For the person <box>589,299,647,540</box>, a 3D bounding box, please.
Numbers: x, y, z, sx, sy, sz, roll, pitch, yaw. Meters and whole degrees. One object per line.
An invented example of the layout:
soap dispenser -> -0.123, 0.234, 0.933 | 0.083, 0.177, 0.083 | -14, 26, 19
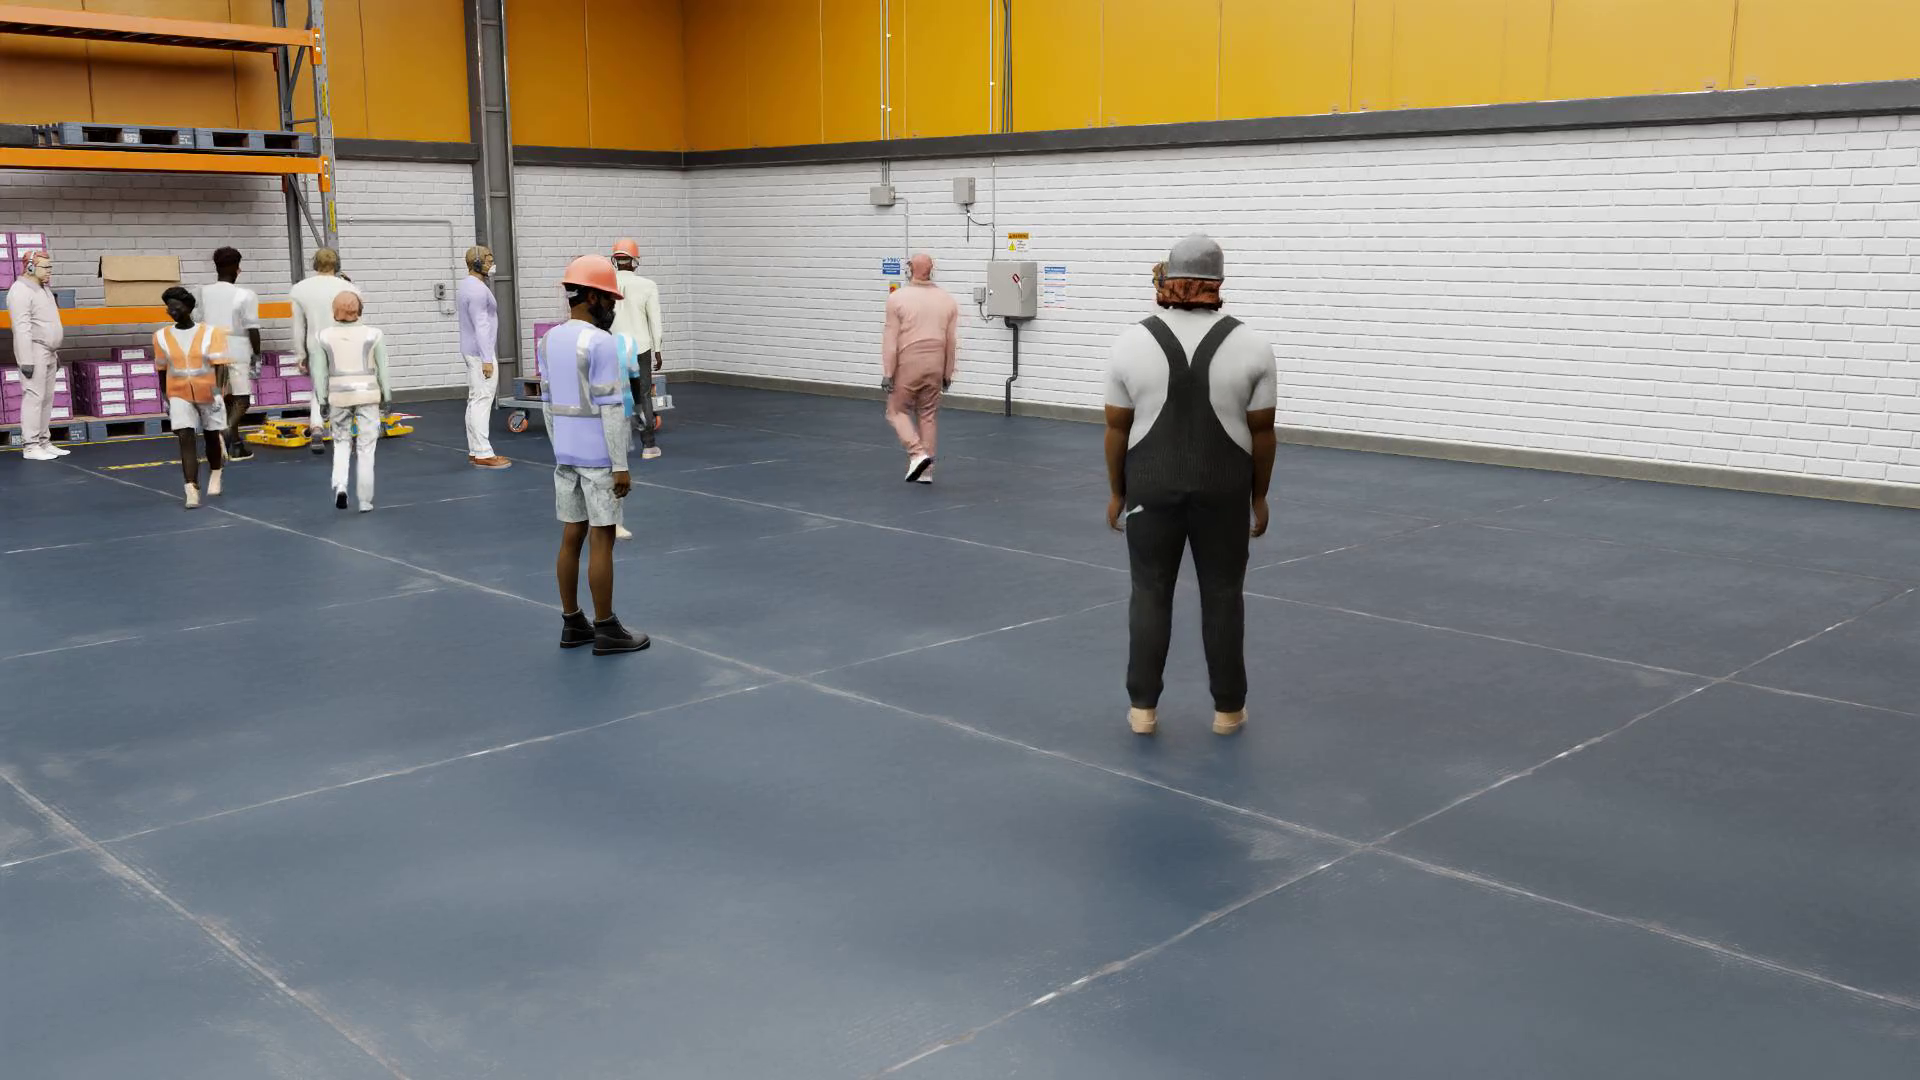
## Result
person -> -2.438, -0.865, 11.256 | 0.743, 1.673, 0.530 | 10, 14, 44

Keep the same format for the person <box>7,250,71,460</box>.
person -> -8.332, -1.667, 15.066 | 0.400, 1.892, 0.651 | -2, 11, -10

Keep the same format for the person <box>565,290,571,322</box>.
person -> -4.509, -2.534, 20.097 | 0.996, 1.786, 0.670 | -7, 13, -35

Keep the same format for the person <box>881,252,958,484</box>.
person -> -0.341, -1.378, 13.473 | 0.662, 1.884, 0.458 | -6, 12, -29

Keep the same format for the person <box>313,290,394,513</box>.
person -> -4.408, -1.000, 12.130 | 0.519, 1.628, 0.366 | -2, 11, -9

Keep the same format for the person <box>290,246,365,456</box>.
person -> -5.690, -1.680, 15.036 | 0.633, 1.922, 0.504 | -1, 10, -6

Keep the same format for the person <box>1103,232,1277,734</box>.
person -> 0.936, -0.229, 6.790 | 0.687, 2.000, 0.536 | 2, 11, 9

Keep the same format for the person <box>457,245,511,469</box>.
person -> -4.166, -1.590, 14.491 | 0.359, 1.938, 0.635 | -5, 11, -24

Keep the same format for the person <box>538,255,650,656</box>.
person -> -1.780, -0.407, 8.072 | 0.543, 1.927, 0.375 | 9, 14, 40

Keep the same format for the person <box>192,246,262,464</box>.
person -> -6.490, -1.618, 14.686 | 0.599, 1.937, 0.838 | 0, 10, 2

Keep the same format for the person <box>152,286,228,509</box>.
person -> -5.800, -1.097, 12.605 | 0.527, 1.649, 0.892 | -3, 11, -17

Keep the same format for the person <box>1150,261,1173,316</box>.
person -> 1.902, -1.498, 14.373 | 0.557, 1.811, 0.809 | -8, 13, -38

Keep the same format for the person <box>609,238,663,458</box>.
person -> -3.009, -1.732, 15.119 | 0.623, 1.989, 0.400 | 0, 10, 0

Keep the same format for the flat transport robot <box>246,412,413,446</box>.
flat transport robot -> -6.205, -1.108, 16.413 | 0.652, 0.197, 1.431 | 7, 13, 35
